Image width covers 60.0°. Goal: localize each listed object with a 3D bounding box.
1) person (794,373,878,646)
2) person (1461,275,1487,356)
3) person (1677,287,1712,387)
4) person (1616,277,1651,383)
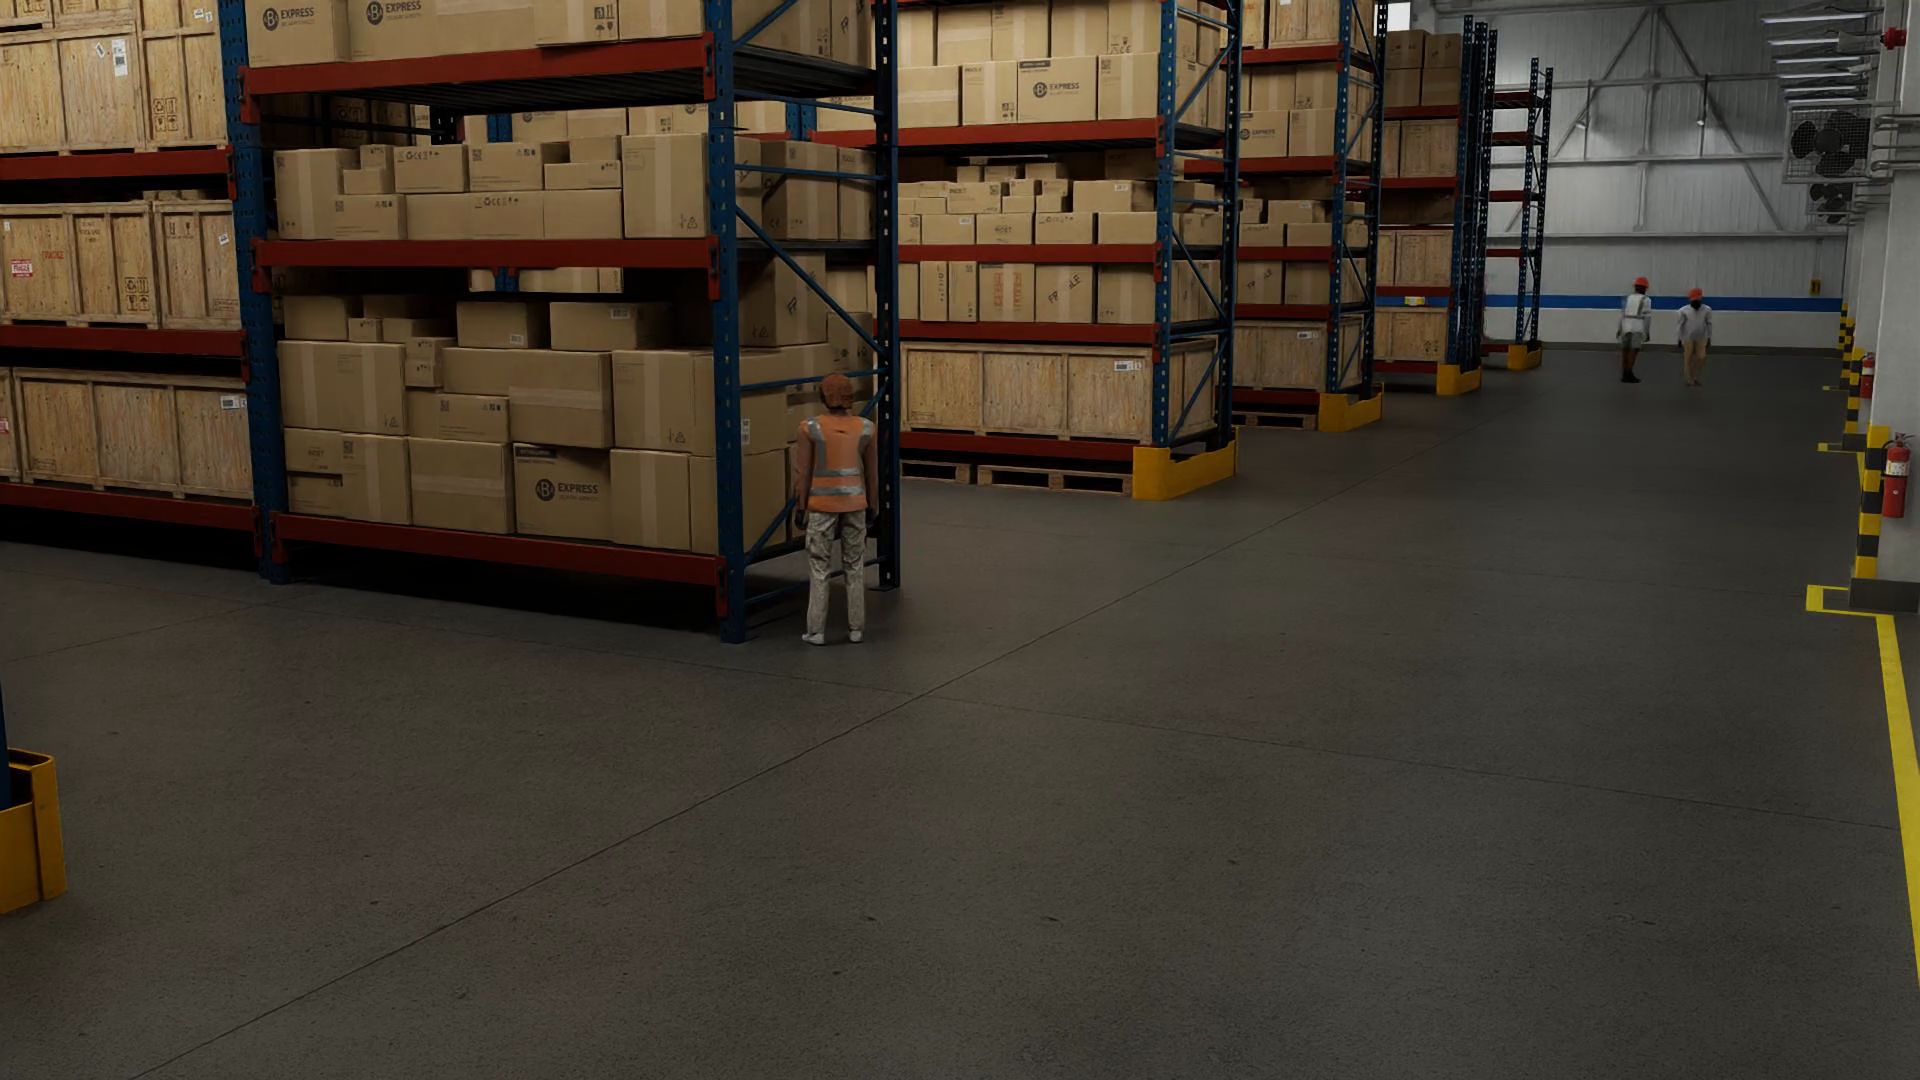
[{"bbox_3d":[-0.730,-0.179,9.898,0.524,1.630,0.324,-4,11,-24],"label":"person"},{"bbox_3d":[11.565,-5.070,37.632,0.661,1.838,1.011,-6,12,-33],"label":"person"},{"bbox_3d":[12.826,-3.536,29.038,0.593,1.725,0.588,2,10,10],"label":"person"},{"bbox_3d":[12.186,-3.799,30.088,0.740,1.888,0.656,-8,13,-39],"label":"person"}]
